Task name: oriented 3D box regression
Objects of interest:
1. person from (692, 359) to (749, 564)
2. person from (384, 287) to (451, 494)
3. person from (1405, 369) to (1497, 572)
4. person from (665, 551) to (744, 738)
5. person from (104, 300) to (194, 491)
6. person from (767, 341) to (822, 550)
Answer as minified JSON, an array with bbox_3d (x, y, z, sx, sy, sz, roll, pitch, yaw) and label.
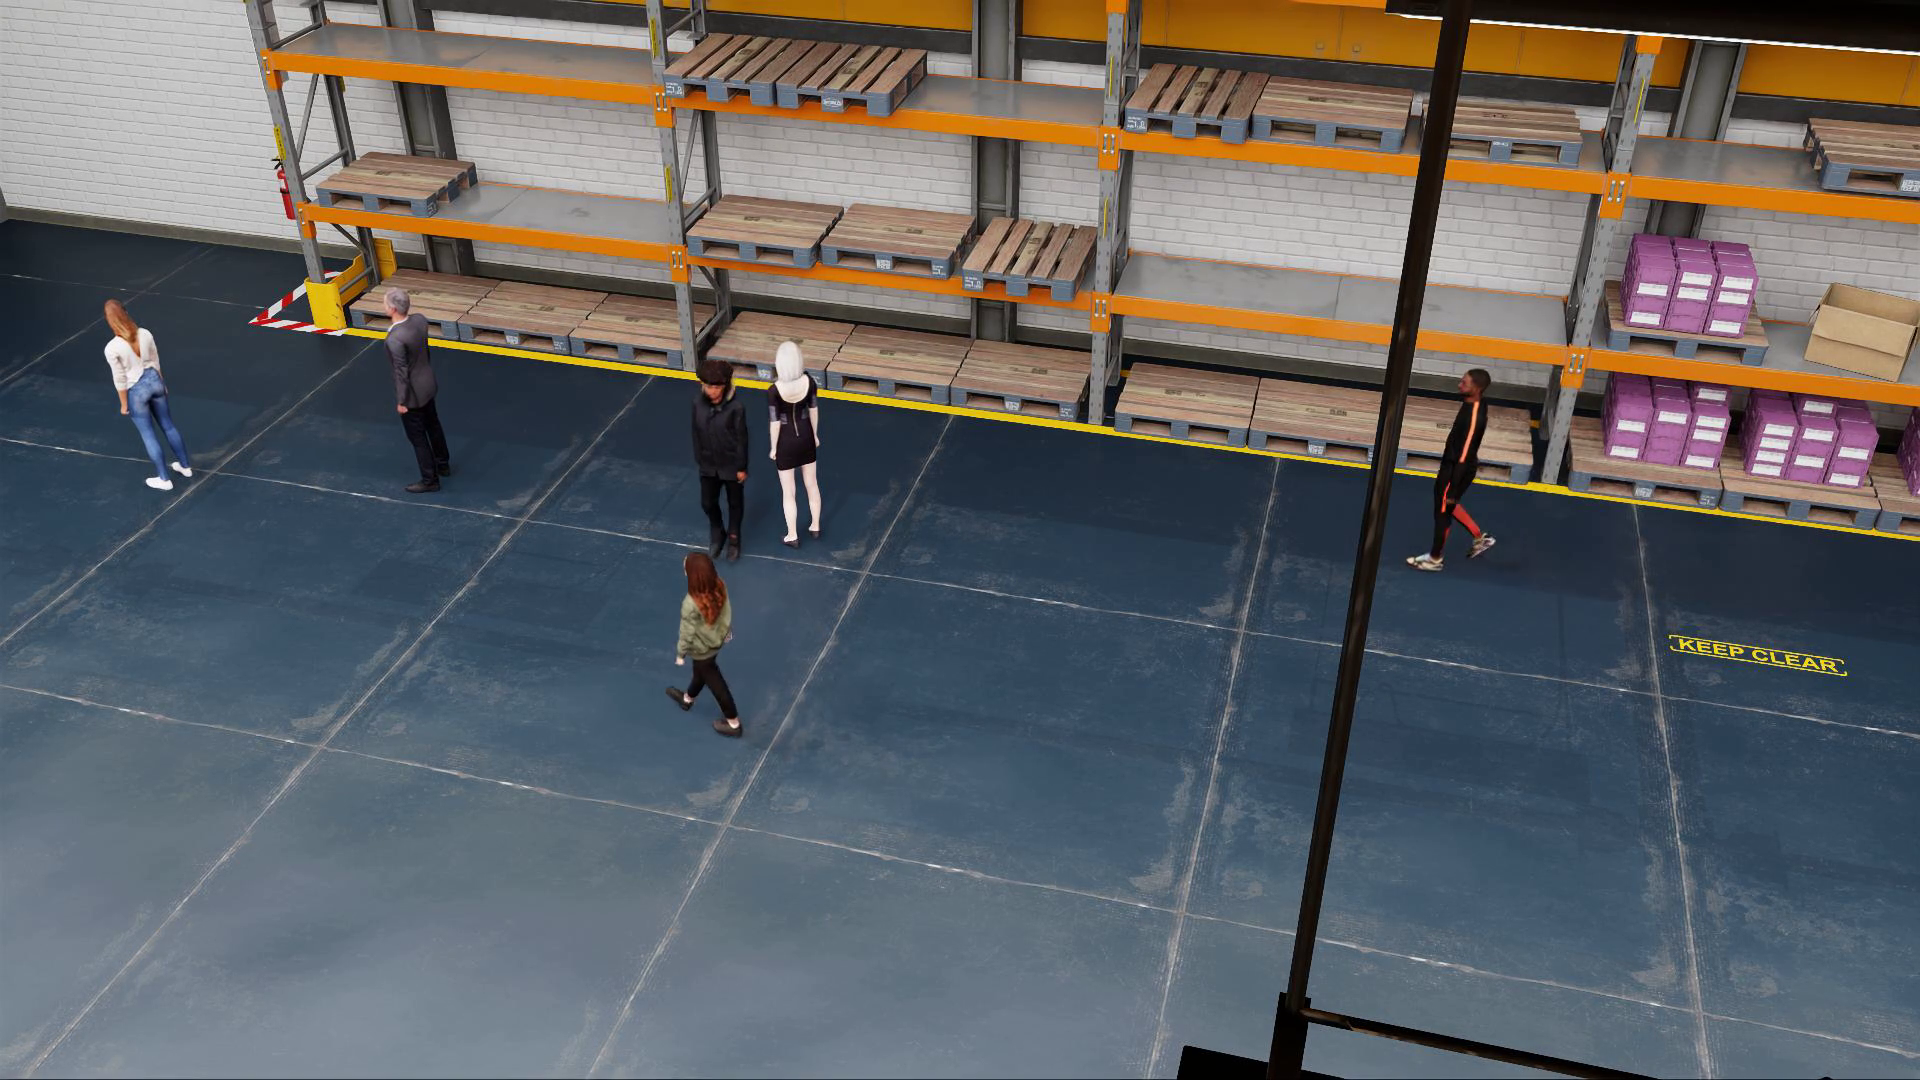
[{"bbox_3d":[-1.842,-0.664,13.082,0.543,1.759,0.709,5,34,7],"label":"person"},{"bbox_3d":[-4.575,-1.276,13.929,0.631,1.841,0.747,4,34,7],"label":"person"},{"bbox_3d":[3.916,-0.521,12.831,0.866,1.799,0.637,8,35,12],"label":"person"},{"bbox_3d":[-1.650,0.731,11.261,0.926,1.452,0.684,13,36,19],"label":"person"},{"bbox_3d":[-6.844,-1.230,13.968,0.596,1.723,0.653,17,37,23],"label":"person"},{"bbox_3d":[-1.303,-0.755,13.156,0.646,1.830,0.703,-18,38,-25],"label":"person"}]
